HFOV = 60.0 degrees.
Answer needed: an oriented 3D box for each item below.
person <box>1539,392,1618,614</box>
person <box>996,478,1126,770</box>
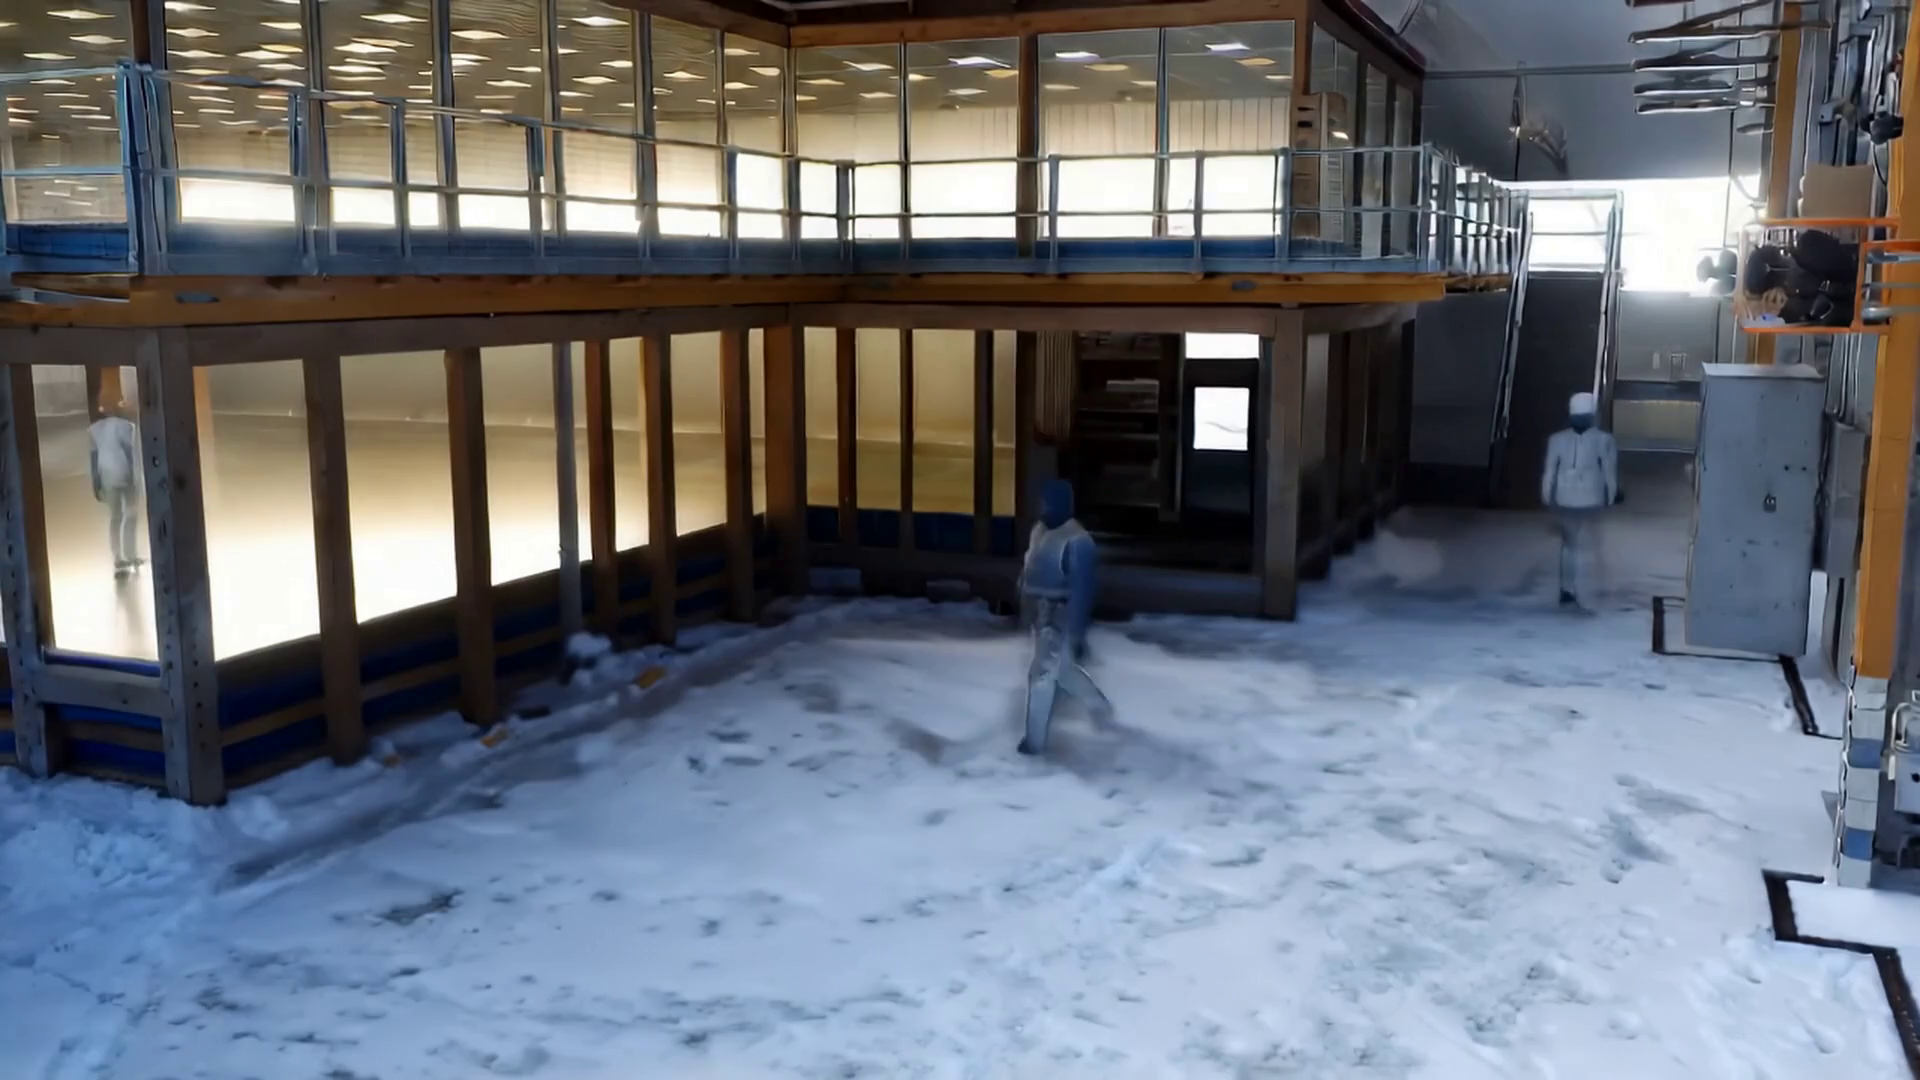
[{"bbox_3d":[5.512,-0.330,14.895,0.636,1.969,0.783,5,11,29],"label":"person"},{"bbox_3d":[0.662,0.496,10.339,0.907,1.808,0.622,-3,10,-20],"label":"person"}]
